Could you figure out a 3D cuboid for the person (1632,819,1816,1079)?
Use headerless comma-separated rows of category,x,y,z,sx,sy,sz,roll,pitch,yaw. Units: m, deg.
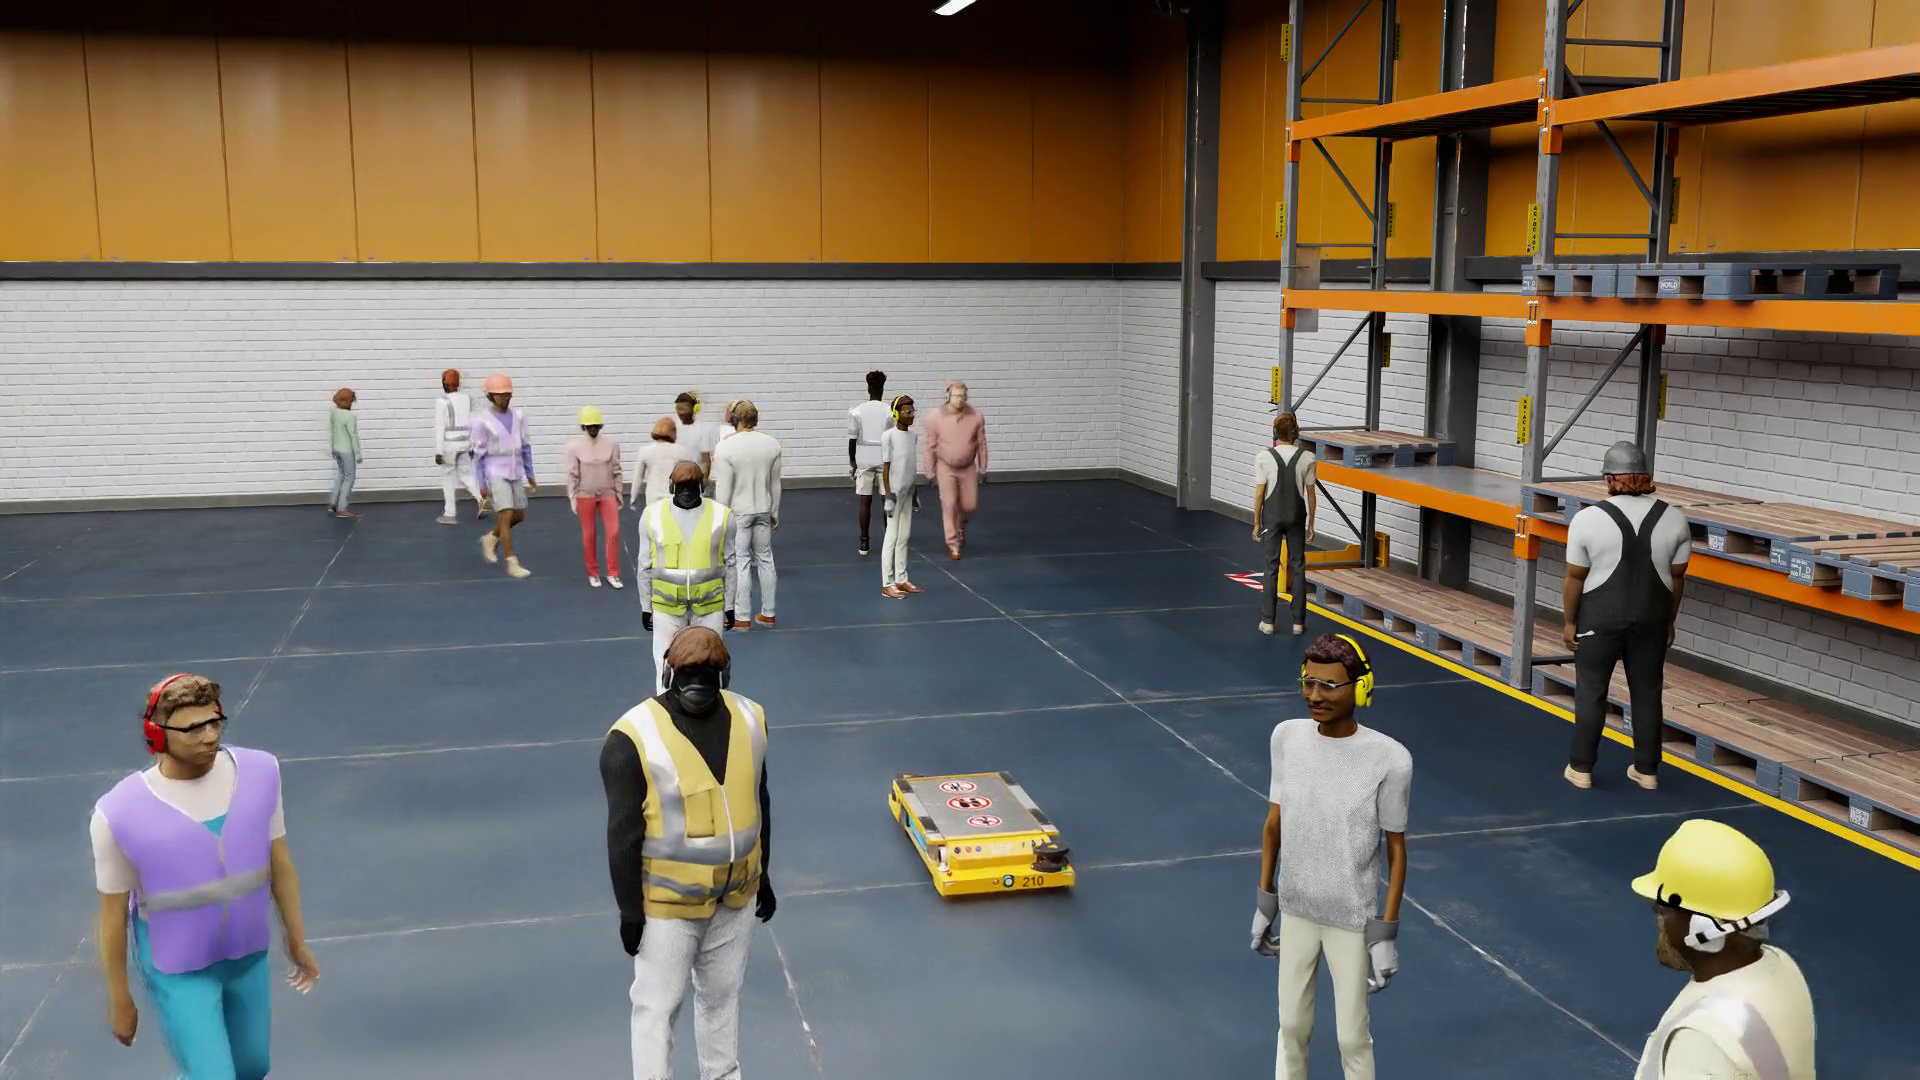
person,1.575,1.494,3.738,0.851,1.793,0.636,7,11,36

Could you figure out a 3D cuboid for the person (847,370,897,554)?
person,-0.885,-0.819,17.664,0.613,1.964,0.361,1,9,4

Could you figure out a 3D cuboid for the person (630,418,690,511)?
person,-2.908,-0.394,16.176,0.578,1.575,0.801,-2,9,-9

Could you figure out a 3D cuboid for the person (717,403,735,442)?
person,-2.487,-0.699,18.034,0.508,1.608,0.821,6,11,35

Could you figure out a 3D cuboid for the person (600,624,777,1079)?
person,-0.874,1.183,5.571,0.624,1.841,0.430,-8,12,-41

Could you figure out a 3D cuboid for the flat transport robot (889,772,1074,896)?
flat transport robot,0.076,1.477,8.610,0.652,0.197,1.431,-2,9,-13

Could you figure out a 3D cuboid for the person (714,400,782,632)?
person,-1.772,-0.203,13.907,0.635,1.937,0.354,-8,12,-40

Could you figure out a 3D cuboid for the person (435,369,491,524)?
person,-5.952,-1.099,19.734,0.680,1.863,0.586,5,10,29

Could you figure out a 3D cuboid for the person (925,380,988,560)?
person,-0.047,-0.749,17.489,0.677,1.886,0.552,-2,9,-14

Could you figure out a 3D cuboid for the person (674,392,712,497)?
person,-2.721,-0.547,16.444,0.529,1.811,0.988,3,10,17

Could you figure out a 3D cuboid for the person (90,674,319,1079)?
person,-2.334,1.272,5.078,0.778,1.823,0.587,6,11,34

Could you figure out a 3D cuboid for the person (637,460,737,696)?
person,-1.692,0.413,10.375,0.625,1.841,0.429,-2,9,-10

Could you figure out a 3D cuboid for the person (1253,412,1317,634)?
person,2.681,-0.133,13.768,0.507,1.841,0.339,1,9,6

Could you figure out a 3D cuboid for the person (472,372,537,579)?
person,-4.541,-0.652,16.440,0.818,2.024,0.617,7,11,36

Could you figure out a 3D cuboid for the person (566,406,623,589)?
person,-3.413,-0.389,15.665,0.540,1.736,0.669,-4,10,-24

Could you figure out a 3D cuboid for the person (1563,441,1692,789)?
person,3.828,0.425,9.669,0.680,2.000,0.535,1,9,5

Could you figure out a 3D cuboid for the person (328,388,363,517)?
person,-7.565,-1.065,20.386,0.609,1.602,0.333,8,12,43

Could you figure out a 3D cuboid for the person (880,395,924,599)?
person,-0.529,-0.406,15.384,0.335,1.873,0.521,6,11,34

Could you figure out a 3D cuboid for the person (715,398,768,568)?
person,-2.160,-0.539,16.600,0.530,1.754,0.453,-8,12,-42

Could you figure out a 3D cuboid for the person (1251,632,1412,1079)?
person,1.161,1.209,5.308,0.509,1.872,0.328,7,11,36
